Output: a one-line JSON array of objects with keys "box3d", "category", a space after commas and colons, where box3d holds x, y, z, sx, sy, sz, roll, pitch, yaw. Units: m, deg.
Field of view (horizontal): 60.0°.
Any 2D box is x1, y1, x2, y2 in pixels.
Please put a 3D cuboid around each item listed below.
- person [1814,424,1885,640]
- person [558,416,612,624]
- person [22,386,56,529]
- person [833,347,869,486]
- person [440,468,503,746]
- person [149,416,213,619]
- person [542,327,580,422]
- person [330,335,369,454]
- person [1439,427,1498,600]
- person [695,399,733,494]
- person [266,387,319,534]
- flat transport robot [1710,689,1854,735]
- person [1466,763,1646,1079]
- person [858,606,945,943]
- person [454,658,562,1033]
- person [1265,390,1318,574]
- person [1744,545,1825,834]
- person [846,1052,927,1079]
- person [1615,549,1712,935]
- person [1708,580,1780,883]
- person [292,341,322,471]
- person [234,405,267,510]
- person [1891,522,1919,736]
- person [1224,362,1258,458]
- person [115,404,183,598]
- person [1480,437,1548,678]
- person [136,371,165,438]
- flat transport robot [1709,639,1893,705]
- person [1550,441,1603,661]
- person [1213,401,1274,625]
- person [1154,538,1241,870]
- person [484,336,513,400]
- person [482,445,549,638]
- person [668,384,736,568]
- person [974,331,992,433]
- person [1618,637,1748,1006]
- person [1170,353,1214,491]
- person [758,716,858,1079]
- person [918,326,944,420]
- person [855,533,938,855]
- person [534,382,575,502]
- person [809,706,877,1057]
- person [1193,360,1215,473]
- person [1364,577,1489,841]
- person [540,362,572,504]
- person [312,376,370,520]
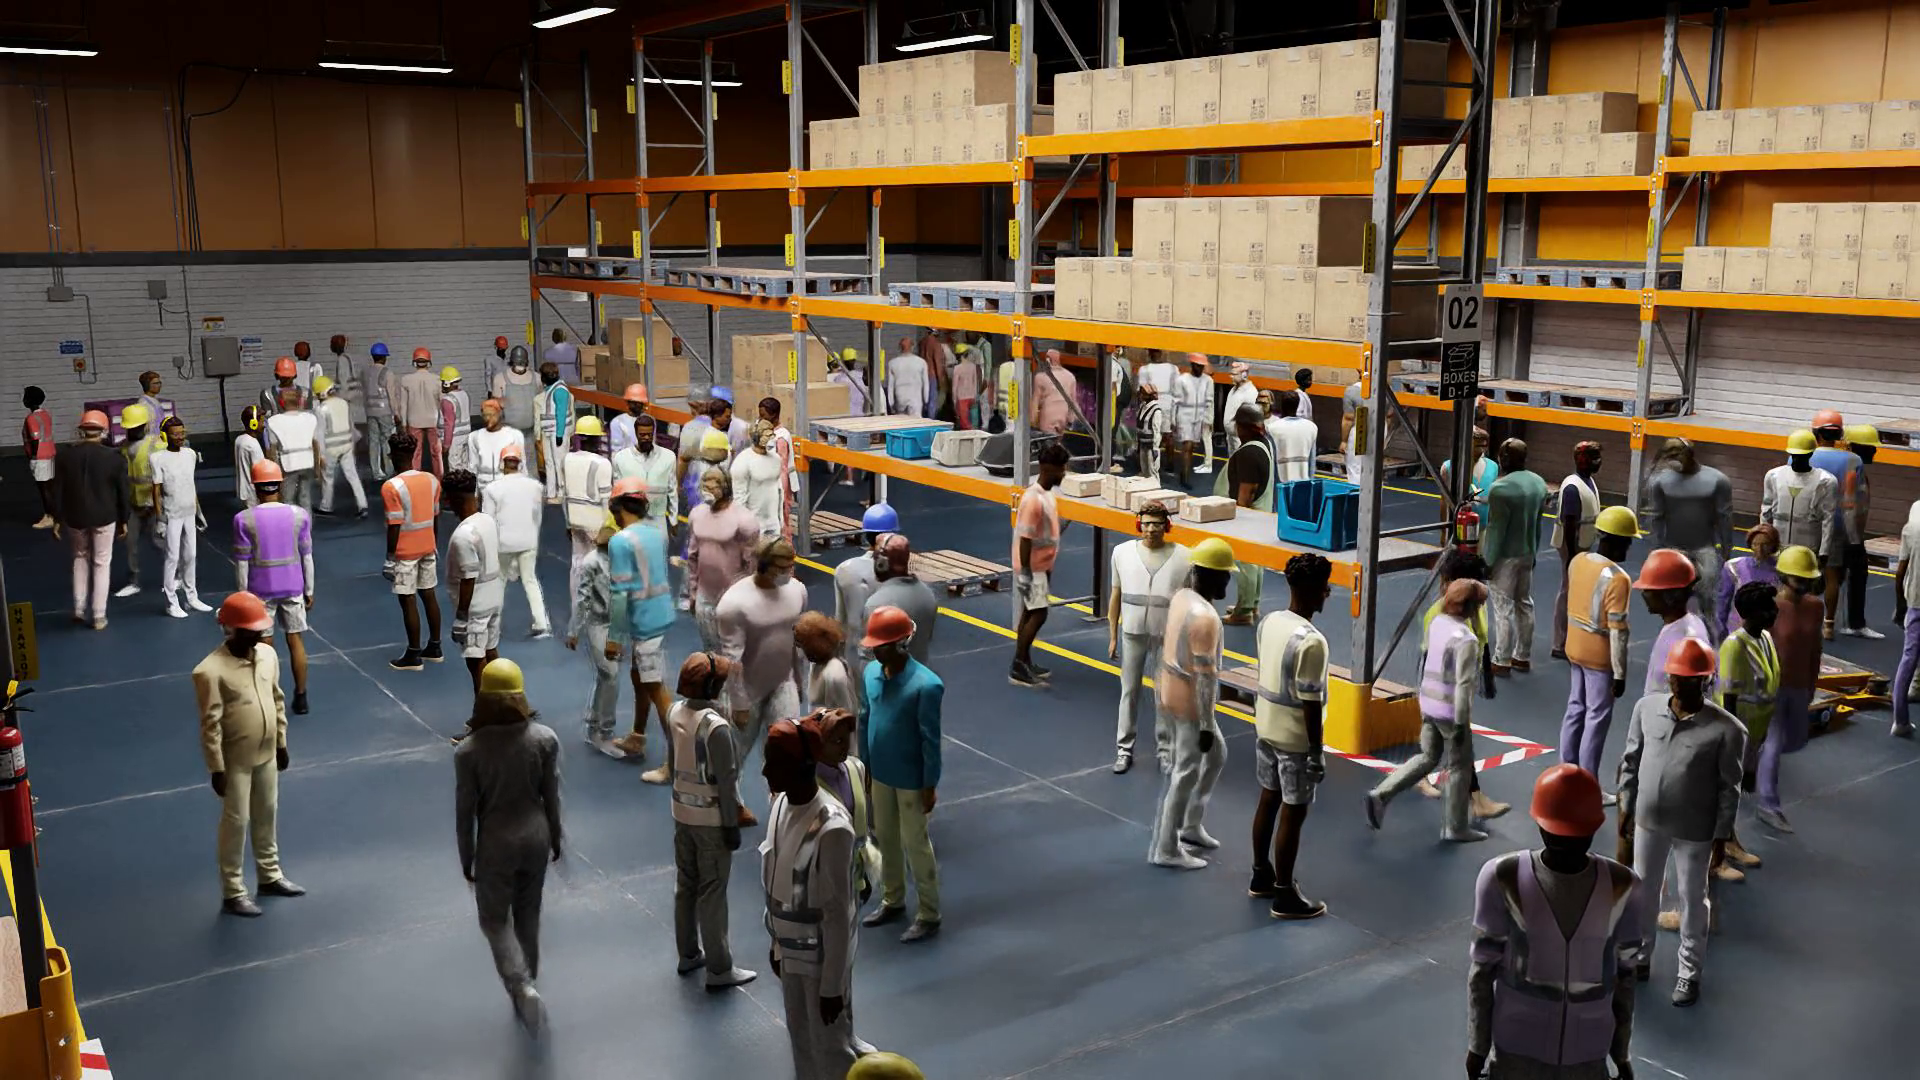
[{"box3d": [7.741, -0.085, 14.634, 0.813, 1.903, 0.590, 9, 14, 38], "category": "person"}, {"box3d": [-3.340, -0.162, 15.006, 0.588, 1.921, 0.392, 7, 13, 31], "category": "person"}, {"box3d": [-10.931, -0.983, 19.759, 0.316, 1.700, 0.540, -2, 11, -12], "category": "person"}, {"box3d": [-1.495, -1.674, 22.756, 0.587, 1.915, 0.445, -10, 15, -41], "category": "person"}, {"box3d": [-3.417, 0.467, 11.673, 0.380, 1.959, 0.603, 1, 11, 3], "category": "person"}, {"box3d": [-7.223, -0.219, 15.413, 0.312, 1.869, 0.537, 5, 12, 22], "category": "person"}, {"box3d": [-6.392, -2.456, 26.737, 0.667, 1.920, 0.416, -8, 14, -36], "category": "person"}, {"box3d": [-9.524, -2.244, 25.757, 0.432, 1.871, 0.614, -3, 12, -16], "category": "person"}, {"box3d": [4.527, -0.098, 14.873, 0.564, 1.838, 0.390, -4, 12, -19], "category": "person"}, {"box3d": [-2.425, -0.459, 16.549, 0.402, 1.909, 0.599, 0, 11, -1], "category": "person"}, {"box3d": [-7.331, -0.776, 18.387, 0.564, 1.828, 0.492, -10, 15, -42], "category": "person"}, {"box3d": [5.811, 1.232, 12.088, 1.431, 0.197, 0.652, -8, 13, -34], "category": "flat transport robot"}, {"box3d": [1.980, 1.672, 5.560, 0.553, 1.935, 0.362, 2, 11, 8], "category": "person"}, {"box3d": [-0.331, 1.186, 8.567, 0.574, 1.737, 0.354, 11, 15, 44], "category": "person"}, {"box3d": [-2.022, 1.398, 7.563, 0.487, 1.712, 0.631, -7, 13, -32], "category": "person"}, {"box3d": [3.435, -0.600, 17.280, 0.592, 1.908, 0.411, -3, 12, -17], "category": "person"}, {"box3d": [4.976, 0.868, 10.172, 0.532, 1.752, 0.590, -3, 11, -15], "category": "person"}, {"box3d": [-0.156, 2.064, 4.065, 0.304, 1.740, 0.485, 5, 12, 23], "category": "person"}, {"box3d": [3.561, 1.042, 8.621, 0.857, 2.006, 0.611, 5, 12, 23], "category": "person"}, {"box3d": [4.392, 1.054, 9.340, 0.322, 1.697, 0.530, 11, 15, 43], "category": "person"}, {"box3d": [-9.502, -1.942, 24.195, 0.572, 1.883, 0.354, 0, 11, -1], "category": "person"}, {"box3d": [-6.937, -0.400, 16.388, 0.336, 1.856, 0.530, -9, 14, -39], "category": "person"}, {"box3d": [6.854, 0.498, 11.741, 0.336, 1.873, 0.521, -6, 13, -28], "category": "person"}, {"box3d": [3.471, -1.264, 20.699, 0.398, 1.899, 0.648, -3, 11, -13], "category": "person"}, {"box3d": [-7.932, -0.392, 16.247, 0.595, 1.895, 0.657, 3, 12, 16], "category": "person"}, {"box3d": [4.444, 0.139, 13.408, 0.635, 1.936, 0.354, -8, 13, -34], "category": "person"}, {"box3d": [-9.698, -1.111, 20.041, 0.338, 1.845, 0.514, -3, 11, -13], "category": "person"}, {"box3d": [6.592, 1.020, 13.173, 0.652, 0.197, 1.431, -3, 11, -13], "category": "flat transport robot"}, {"box3d": [5.159, 0.079, 13.945, 0.375, 1.843, 0.575, 7, 13, 31], "category": "person"}, {"box3d": [2.564, -0.251, 15.138, 0.538, 2.000, 0.683, 4, 12, 21], "category": "person"}, {"box3d": [1.351, 0.928, 9.475, 0.584, 1.894, 0.633, -2, 11, -8], "category": "person"}, {"box3d": [-7.511, -2.478, 27.290, 0.559, 1.745, 0.333, -10, 15, -42], "category": "person"}, {"box3d": [-3.918, 0.020, 14.655, 0.573, 1.705, 0.765, -8, 14, -36], "category": "person"}, {"box3d": [-2.638, -0.650, 17.181, 1.037, 2.000, 0.679, 5, 12, 26], "category": "person"}, {"box3d": [0.311, -2.749, 28.185, 0.399, 1.939, 0.602, -7, 13, -31], "category": "person"}, {"box3d": [3.383, 1.309, 7.876, 0.318, 1.756, 0.562, -10, 15, -41], "category": "person"}, {"box3d": [3.173, -1.626, 22.533, 0.551, 1.894, 0.815, -4, 12, -18], "category": "person"}, {"box3d": [-0.566, 1.565, 6.277, 0.355, 1.876, 0.574, -6, 13, -29], "category": "person"}, {"box3d": [-0.468, -2.734, 28.011, 0.419, 1.982, 0.625, -7, 13, -34], "category": "person"}, {"box3d": [-0.406, 0.897, 9.641, 0.438, 1.898, 0.690, 6, 13, 30], "category": "person"}, {"box3d": [-5.265, -1.362, 21.579, 0.560, 1.743, 0.338, -8, 14, -35], "category": "person"}, {"box3d": [-0.563, 1.508, 7.162, 0.306, 1.640, 0.523, 6, 13, 30], "category": "person"}, {"box3d": [3.530, -1.781, 24.013, 0.285, 1.632, 0.499, 2, 11, 9], "category": "person"}, {"box3d": [2.783, 1.004, 9.794, 0.669, 1.615, 0.550, -2, 11, -8], "category": "person"}, {"box3d": [-5.231, -1.386, 21.490, 0.429, 1.833, 0.630, -6, 12, -28], "category": "person"}, {"box3d": [-7.578, -1.116, 20.236, 0.929, 1.784, 0.624, 7, 13, 30], "category": "person"}]
